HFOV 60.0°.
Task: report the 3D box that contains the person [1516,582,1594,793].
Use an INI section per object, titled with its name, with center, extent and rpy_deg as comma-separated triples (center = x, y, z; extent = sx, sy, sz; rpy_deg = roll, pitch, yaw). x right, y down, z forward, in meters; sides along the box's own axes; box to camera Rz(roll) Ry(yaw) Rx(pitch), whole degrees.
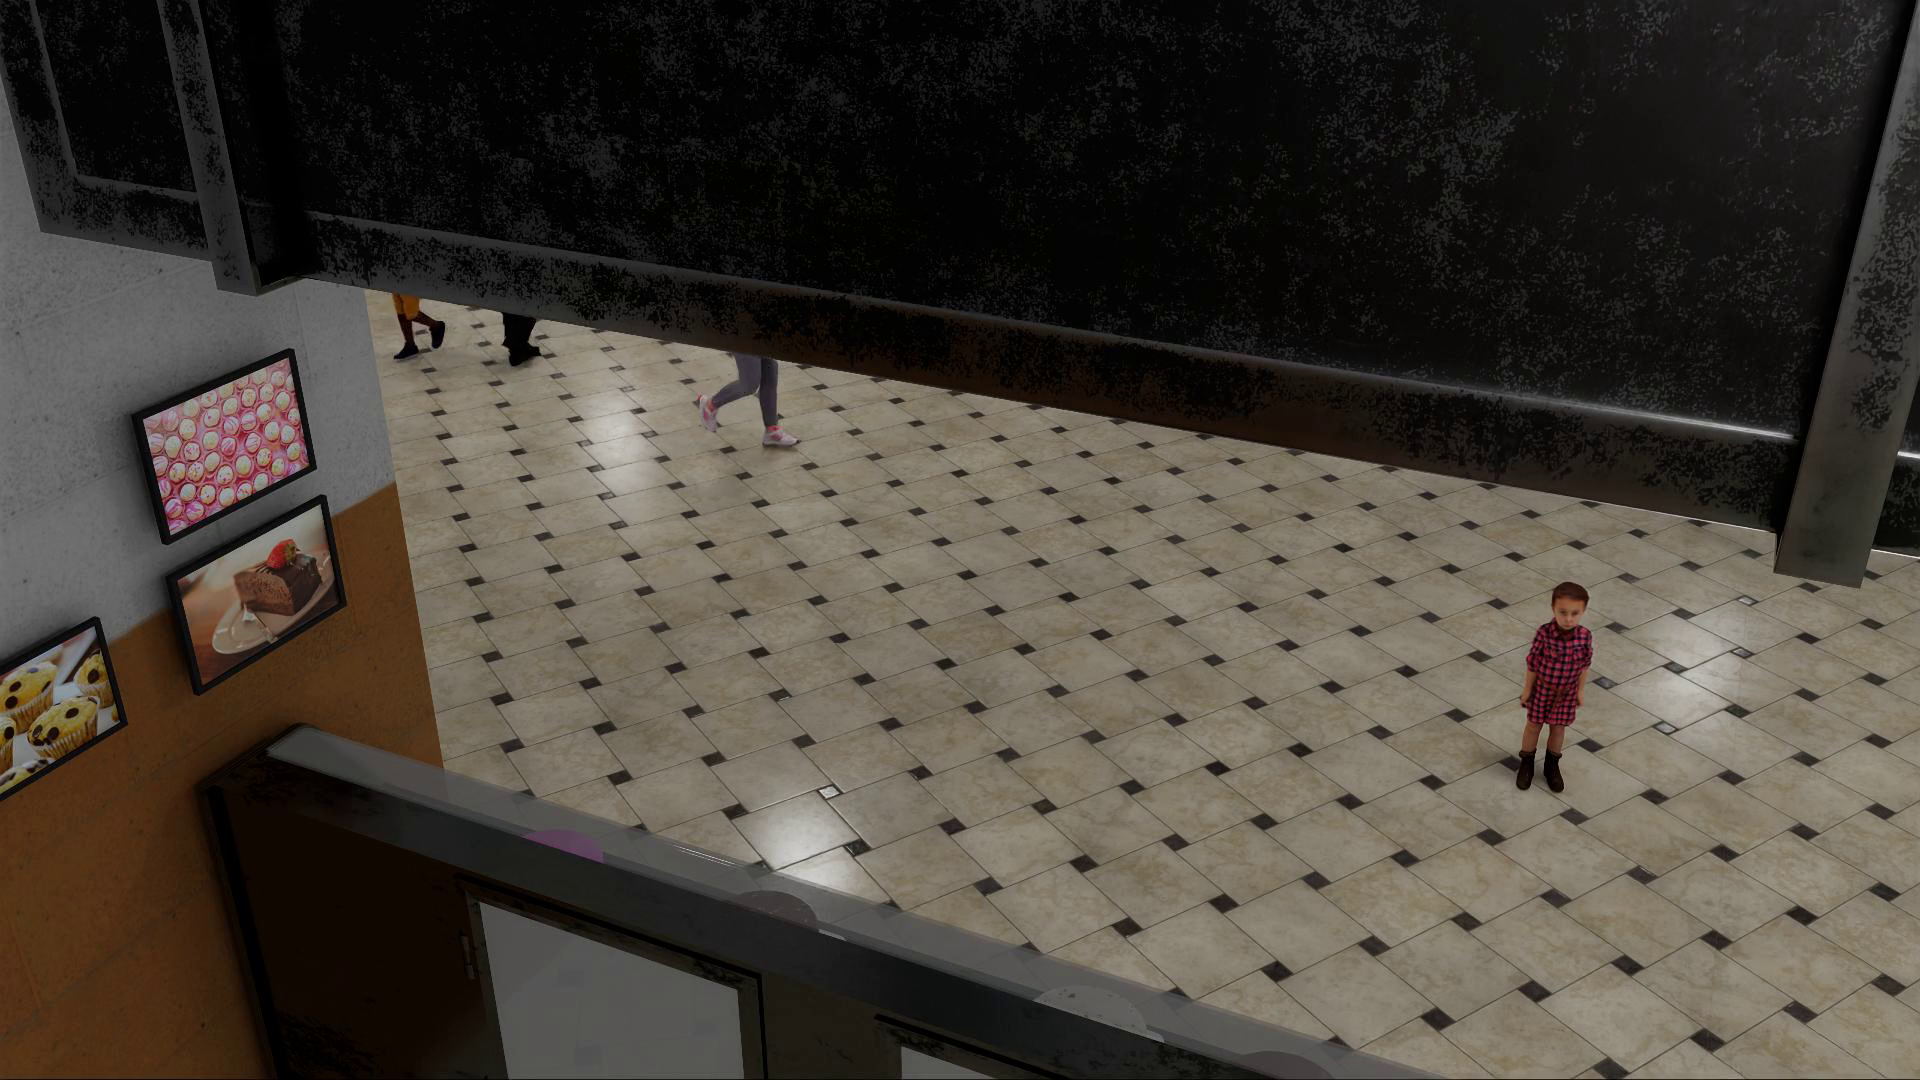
[person]
center = 2.691, 0.650, 7.506
extent = 0.475, 1.022, 0.496
rpy_deg = 4, 27, 9
